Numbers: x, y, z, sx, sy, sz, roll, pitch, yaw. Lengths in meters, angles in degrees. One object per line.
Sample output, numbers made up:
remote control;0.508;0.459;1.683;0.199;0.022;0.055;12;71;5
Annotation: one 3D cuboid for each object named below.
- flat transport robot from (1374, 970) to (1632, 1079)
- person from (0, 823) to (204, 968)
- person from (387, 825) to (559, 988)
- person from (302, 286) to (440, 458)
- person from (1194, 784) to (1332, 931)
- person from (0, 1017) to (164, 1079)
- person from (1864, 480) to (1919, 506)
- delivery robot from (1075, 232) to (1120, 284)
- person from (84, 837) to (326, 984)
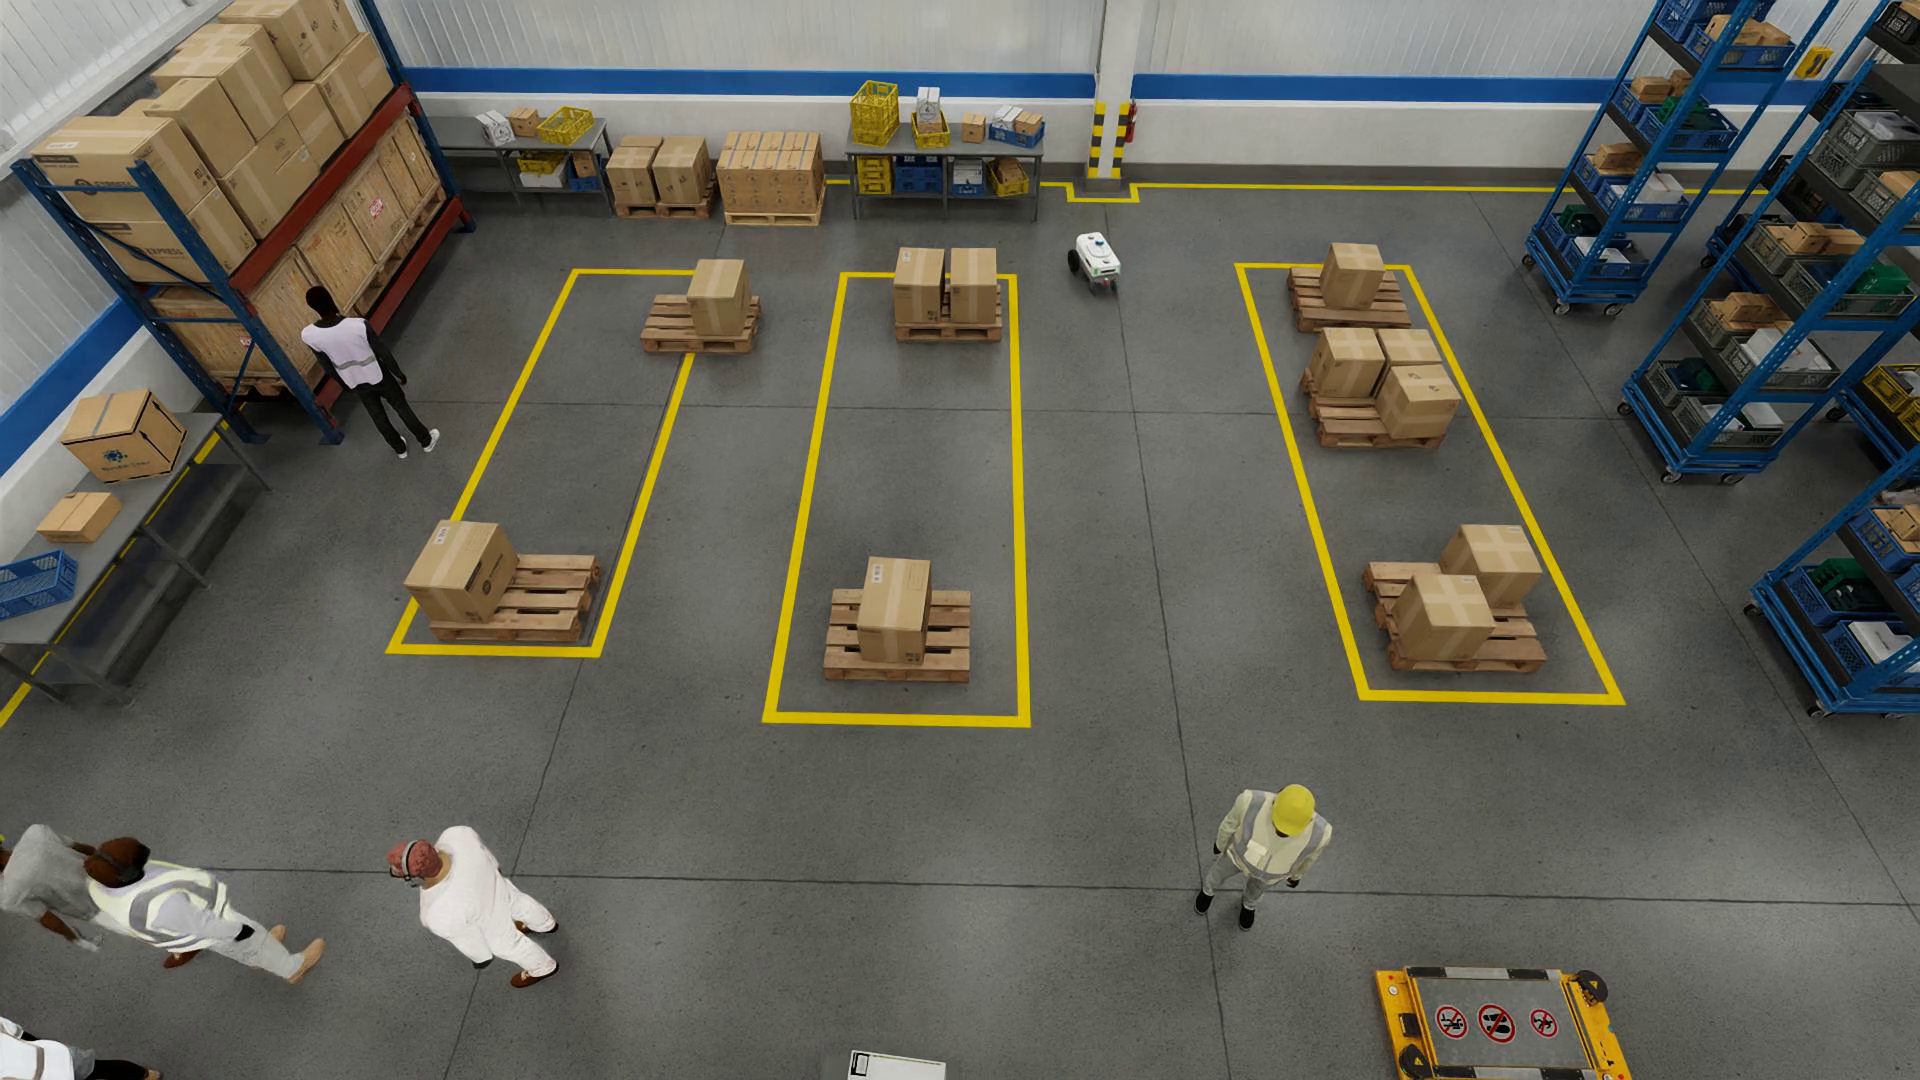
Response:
flat transport robot;3.501;3.133;5.914;1.431;0.197;0.652;1;51;1
person;-5.374;2.214;5.655;0.377;1.848;0.544;-9;51;-7
person;-2.932;2.259;5.583;0.401;1.900;0.648;-10;51;-8
person;-5.601;-1.545;8.674;0.587;1.917;0.390;-13;52;-10
person;1.908;2.013;5.827;0.593;1.833;0.404;18;53;14
person;-5.104;3.016;5.095;0.315;1.695;0.541;-27;56;-20
person;9.134;-0.697;7.982;0.625;1.917;1.104;-23;54;-17
delivery robot;1.652;-3.397;10.997;0.477;0.478;0.707;-12;52;-9
person;-4.649;2.298;5.599;0.643;1.830;0.431;19;53;15
